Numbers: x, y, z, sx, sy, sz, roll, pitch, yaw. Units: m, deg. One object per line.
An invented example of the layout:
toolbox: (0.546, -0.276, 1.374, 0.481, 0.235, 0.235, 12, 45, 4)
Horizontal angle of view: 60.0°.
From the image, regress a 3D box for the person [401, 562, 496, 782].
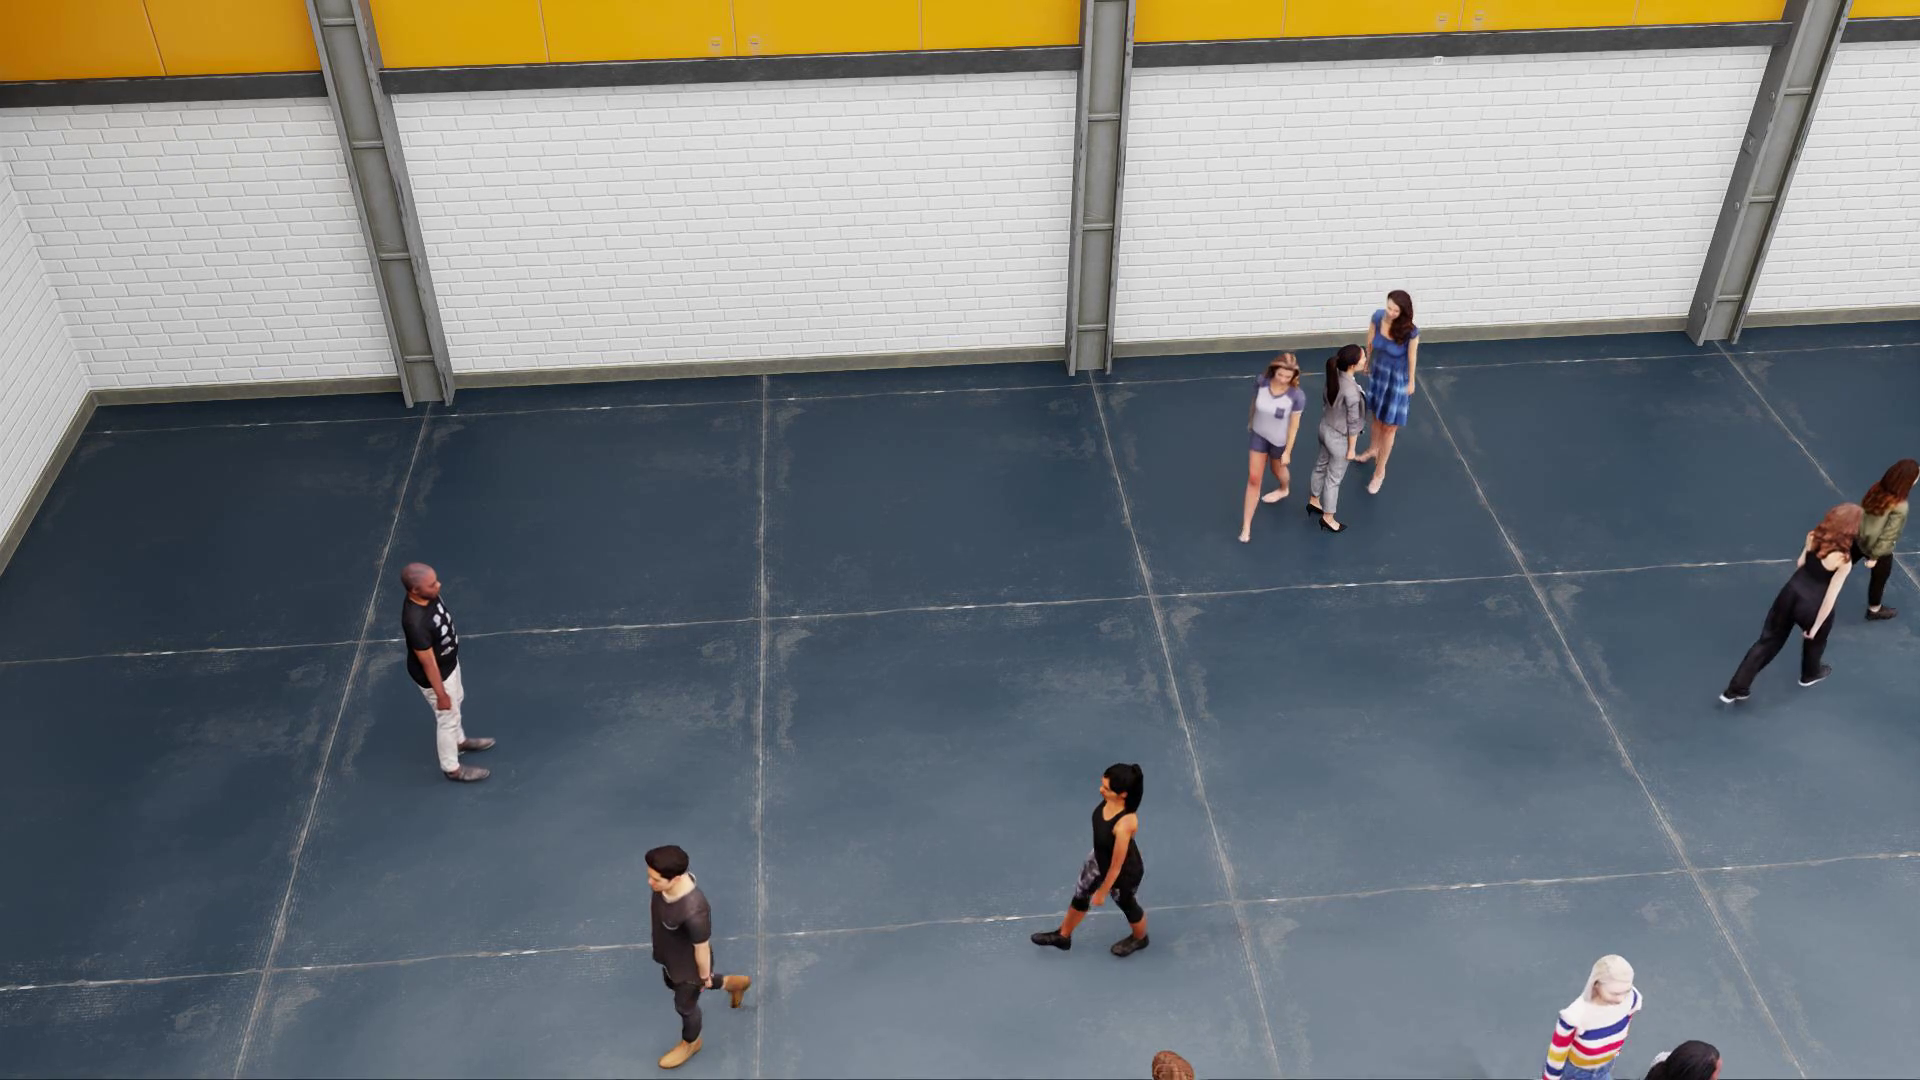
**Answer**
person: (-3.444, 0.851, 10.928, 0.620, 1.801, 0.668, -6, 39, -7)

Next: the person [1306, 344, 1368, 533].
person: (2.966, -0.815, 13.113, 0.654, 1.679, 0.664, -11, 40, -13)

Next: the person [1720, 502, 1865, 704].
person: (5.742, 0.473, 11.485, 1.222, 1.698, 0.881, -17, 42, -20)

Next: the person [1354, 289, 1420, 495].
person: (3.499, -1.280, 13.601, 0.941, 1.796, 0.884, -20, 43, -23)

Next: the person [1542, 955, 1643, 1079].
person: (3.162, 2.687, 8.632, 0.627, 1.798, 0.781, -13, 40, -16)

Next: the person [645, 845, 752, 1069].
person: (-1.479, 2.248, 9.261, 0.992, 1.700, 0.843, -21, 43, -24)

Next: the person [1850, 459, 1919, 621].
person: (6.623, 0.034, 12.244, 0.994, 1.437, 0.582, -3, 39, -3)

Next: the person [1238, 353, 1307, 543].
person: (2.496, -0.829, 13.147, 1.105, 1.659, 1.125, 28, 47, 31)

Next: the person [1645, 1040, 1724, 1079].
person: (3.385, 3.023, 8.281, 0.836, 1.711, 0.622, -1, 39, -1)

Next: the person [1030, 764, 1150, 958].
person: (0.997, 1.895, 9.750, 0.976, 1.641, 0.665, -8, 39, -10)
